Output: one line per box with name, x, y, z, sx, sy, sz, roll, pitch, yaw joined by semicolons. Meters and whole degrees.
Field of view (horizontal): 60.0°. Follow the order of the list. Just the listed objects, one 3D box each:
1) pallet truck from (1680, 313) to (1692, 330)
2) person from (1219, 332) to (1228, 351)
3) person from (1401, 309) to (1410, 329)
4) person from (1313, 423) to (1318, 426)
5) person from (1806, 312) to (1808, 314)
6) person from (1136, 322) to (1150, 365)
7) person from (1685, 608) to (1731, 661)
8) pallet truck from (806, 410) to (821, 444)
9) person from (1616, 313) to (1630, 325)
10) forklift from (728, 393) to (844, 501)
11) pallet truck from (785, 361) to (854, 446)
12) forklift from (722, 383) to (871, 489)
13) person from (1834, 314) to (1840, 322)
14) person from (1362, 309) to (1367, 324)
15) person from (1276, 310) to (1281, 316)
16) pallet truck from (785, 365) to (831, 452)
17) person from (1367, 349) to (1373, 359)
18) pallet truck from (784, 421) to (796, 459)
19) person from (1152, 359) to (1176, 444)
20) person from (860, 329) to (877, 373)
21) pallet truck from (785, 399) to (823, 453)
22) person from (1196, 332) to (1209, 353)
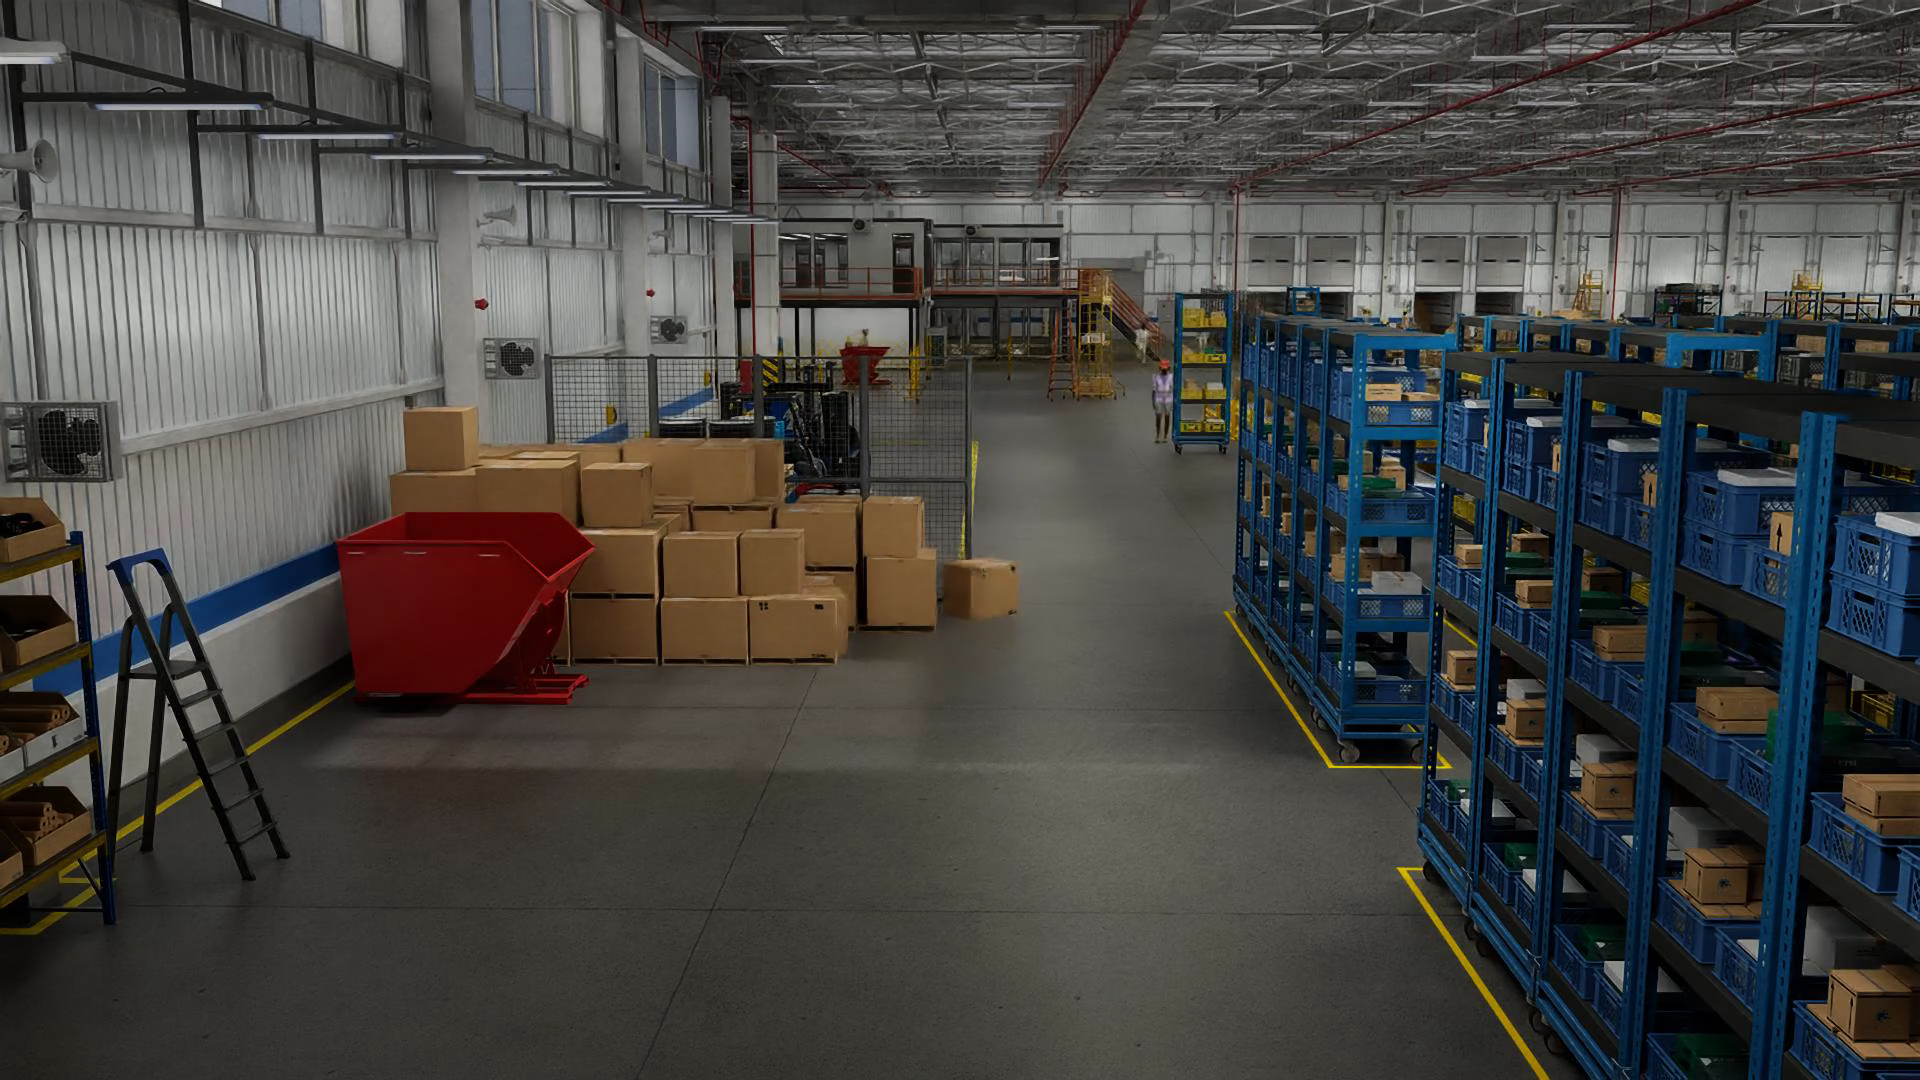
pallet truck;36.315;-10.531;84.244;0.823;1.965;1.885;-6;11;-33
person;12.343;-9.469;77.930;0.391;1.920;0.587;7;12;38
person;25.227;-12.119;94.291;0.586;1.918;0.395;-6;11;-31
person;5.642;-0.968;26.143;0.532;1.729;0.925;-5;10;-28
person;44.760;-11.120;88.060;0.352;1.936;0.635;7;12;38
person;7.949;-8.504;72.133;0.600;1.865;0.415;-3;10;-17
person;5.225;1.359;11.512;0.899;1.811;0.575;1;9;7
pallet truck;-3.559;-2.018;33.905;1.522;1.261;0.704;0;9;-1
person;32.823;-10.280;82.562;0.703;2.000;1.003;8;12;41
forklift;-2.979;-1.316;26.476;2.680;1.987;1.157;0;9;1
pallet truck;-3.410;-3.193;38.978;1.885;1.965;0.823;0;9;-1
forklift;-2.893;-1.687;28.729;2.680;1.987;1.157;0;9;-1
person;45.754;-10.884;86.956;0.632;1.825;0.721;-7;11;-36
person;23.548;-12.576;97.355;0.914;1.829;0.558;5;10;28
person;17.806;-11.996;93.601;0.998;1.906;0.600;0;9;-2
pallet truck;-3.774;-2.976;37.635;1.885;1.965;0.823;1;9;5
person;12.977;-5.242;52.163;0.403;1.826;0.597;-2;9;-13
pallet truck;-4.013;-1.793;32.705;1.601;1.201;0.680;0;9;1
person;4.844;-3.279;39.459;0.623;2.000;0.944;2;9;10
person;-3.648;-7.432;65.696;0.880;1.807;0.542;-1;9;-3
pallet truck;-3.814;-2.432;36.419;1.630;1.274;0.653;0;9;1
person;11.406;-9.491;78.219;0.627;1.865;0.450;1;9;4
